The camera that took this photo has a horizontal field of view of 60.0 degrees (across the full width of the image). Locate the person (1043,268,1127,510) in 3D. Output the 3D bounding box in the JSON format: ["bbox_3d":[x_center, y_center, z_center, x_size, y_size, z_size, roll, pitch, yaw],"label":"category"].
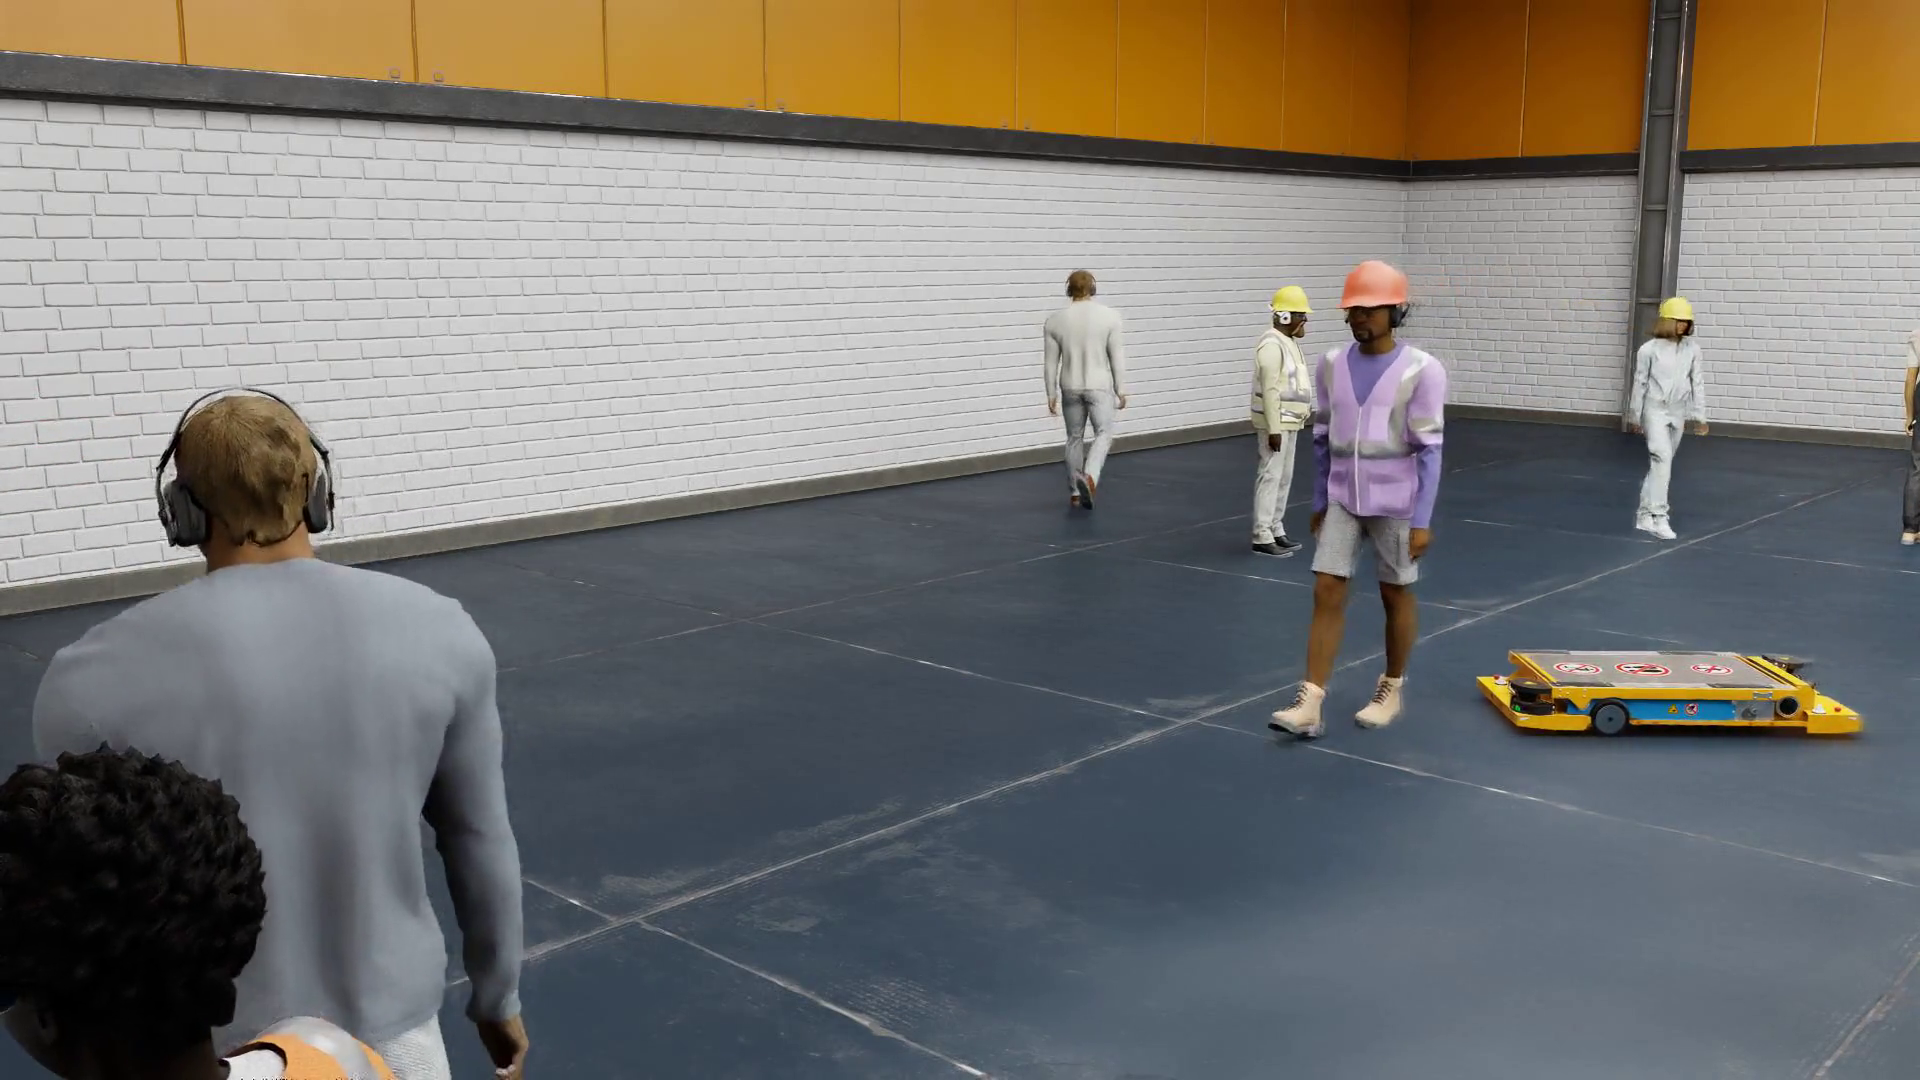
[{"bbox_3d":[0.976,-1.183,13.146,0.664,1.922,0.740,3,10,18],"label":"person"}]

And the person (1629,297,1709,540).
[{"bbox_3d":[5.121,-0.869,11.930,0.494,1.716,0.721,-3,10,-17],"label":"person"}]

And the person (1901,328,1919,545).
[{"bbox_3d":[6.818,-0.861,11.541,0.345,1.846,0.508,-9,13,-41],"label":"person"}]

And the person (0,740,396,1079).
[{"bbox_3d":[-0.620,0.994,1.400,0.322,1.696,0.530,1,10,3],"label":"person"}]

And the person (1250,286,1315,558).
[{"bbox_3d":[2.178,-0.799,11.268,0.403,1.824,0.599,5,11,24],"label":"person"}]

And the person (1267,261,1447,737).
[{"bbox_3d":[1.653,-0.139,6.949,0.636,2.009,0.924,8,13,40],"label":"person"}]

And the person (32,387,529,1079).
[{"bbox_3d":[-0.893,0.738,2.361,0.647,1.895,0.924,-6,12,-32],"label":"person"}]

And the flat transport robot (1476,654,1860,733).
[{"bbox_3d":[3.094,0.661,7.354,1.431,0.197,0.652,0,10,2],"label":"flat transport robot"}]
